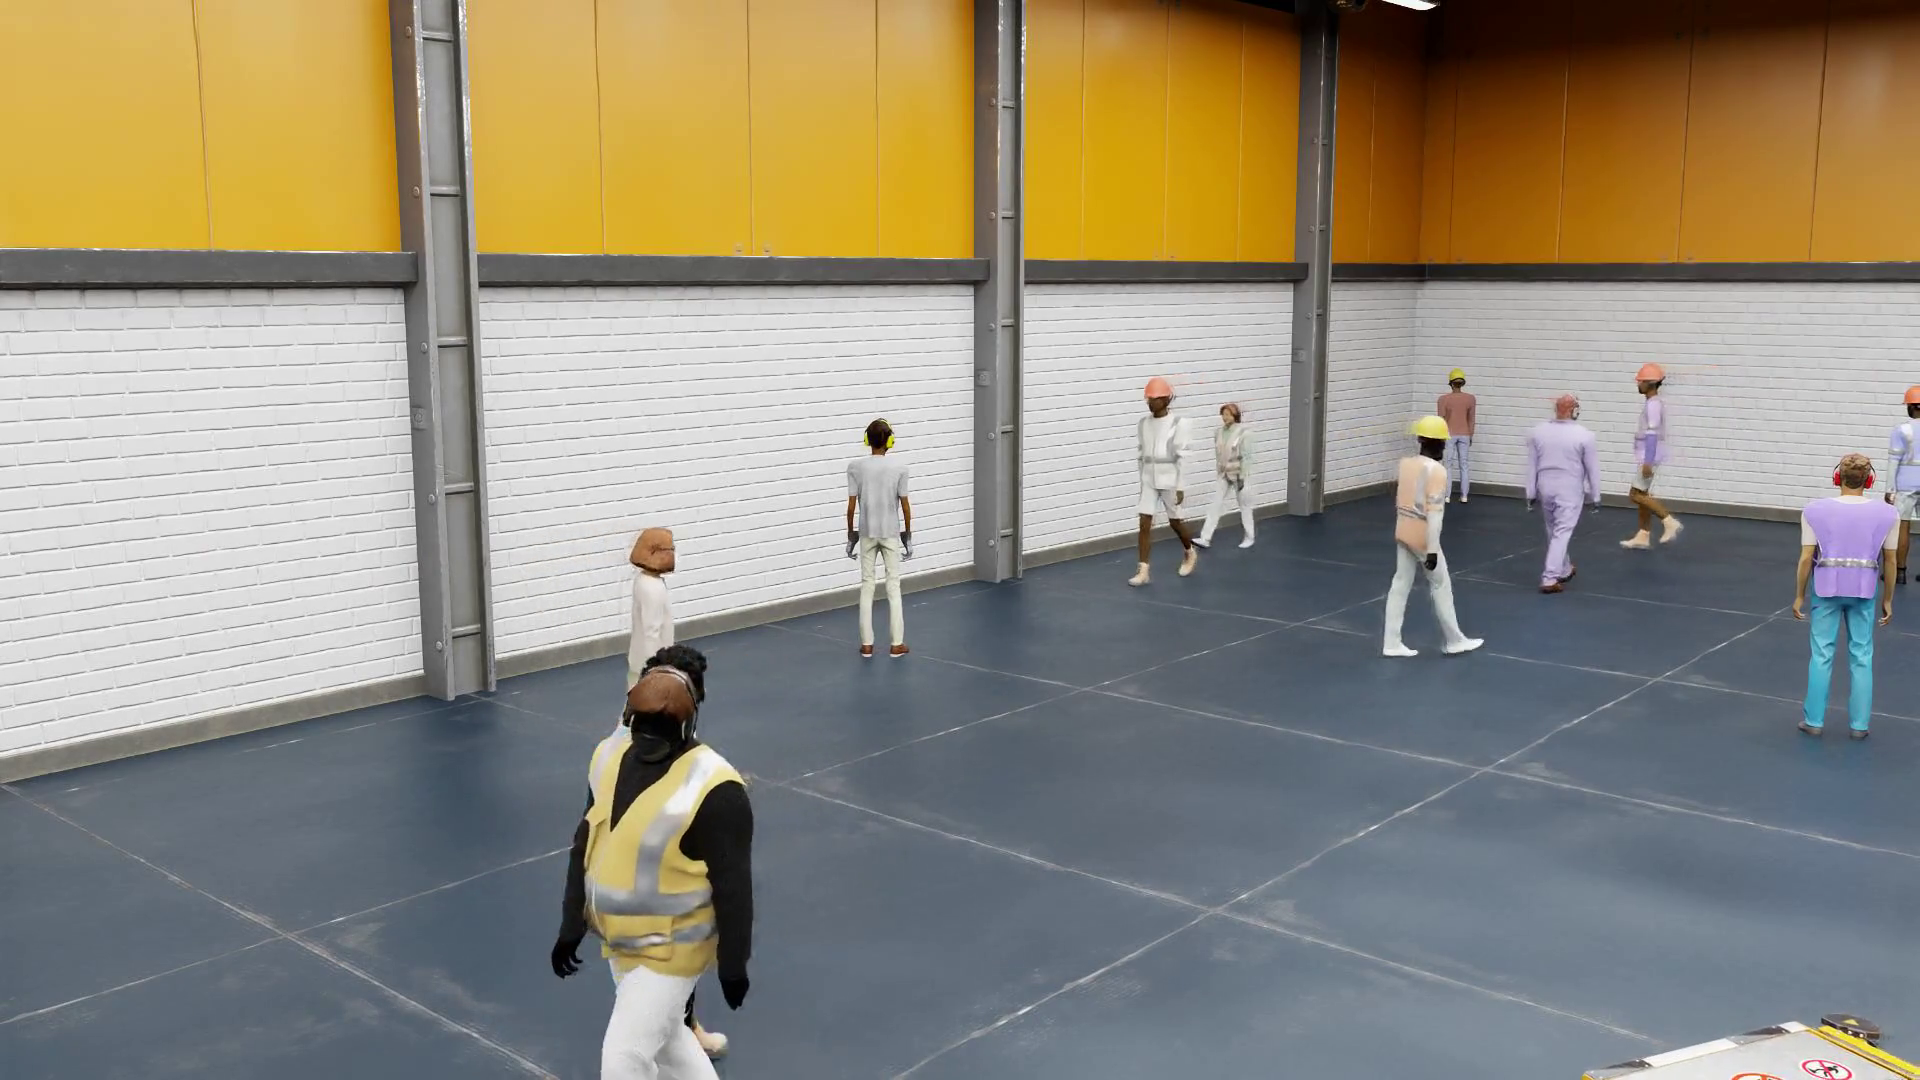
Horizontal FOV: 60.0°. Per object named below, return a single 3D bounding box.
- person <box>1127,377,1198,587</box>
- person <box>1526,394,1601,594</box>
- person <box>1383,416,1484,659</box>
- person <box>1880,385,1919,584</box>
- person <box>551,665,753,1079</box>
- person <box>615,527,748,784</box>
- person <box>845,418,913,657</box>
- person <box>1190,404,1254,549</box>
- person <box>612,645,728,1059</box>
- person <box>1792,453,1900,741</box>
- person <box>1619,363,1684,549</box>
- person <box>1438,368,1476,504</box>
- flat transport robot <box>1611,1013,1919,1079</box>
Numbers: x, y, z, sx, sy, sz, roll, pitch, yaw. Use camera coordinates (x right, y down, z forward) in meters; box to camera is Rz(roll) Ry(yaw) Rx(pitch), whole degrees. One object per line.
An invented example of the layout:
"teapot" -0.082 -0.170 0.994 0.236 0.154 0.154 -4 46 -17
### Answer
"person" 1.995 -0.583 16.124 0.611 2.011 0.966 7 11 37
"person" 5.757 -0.448 15.768 0.969 1.852 0.658 -7 12 -39
"person" 3.688 -0.017 12.916 0.898 1.888 0.617 -3 10 -18
"person" 9.220 -0.529 16.075 0.558 1.924 0.428 0 9 3
"person" -0.935 1.258 5.217 0.703 1.798 0.618 -7 11 -37
"person" -1.648 0.708 9.302 0.842 1.579 0.519 -3 10 -19
"person" -0.630 -0.014 12.987 0.535 1.868 0.309 1 9 4
"person" 2.907 -0.673 18.000 0.866 1.588 0.523 -8 12 -41
"person" -0.983 1.191 6.013 0.674 1.668 0.543 -8 12 -41
"person" 5.662 0.369 10.650 0.573 1.843 0.374 3 10 18
"person" 7.493 -0.890 17.959 0.551 2.032 0.621 4 10 22
"person" 6.444 -1.346 21.669 0.523 1.769 0.314 -1 9 -8
"flat transport robot" 2.803 1.944 5.690 1.431 0.197 0.652 -4 10 -23
